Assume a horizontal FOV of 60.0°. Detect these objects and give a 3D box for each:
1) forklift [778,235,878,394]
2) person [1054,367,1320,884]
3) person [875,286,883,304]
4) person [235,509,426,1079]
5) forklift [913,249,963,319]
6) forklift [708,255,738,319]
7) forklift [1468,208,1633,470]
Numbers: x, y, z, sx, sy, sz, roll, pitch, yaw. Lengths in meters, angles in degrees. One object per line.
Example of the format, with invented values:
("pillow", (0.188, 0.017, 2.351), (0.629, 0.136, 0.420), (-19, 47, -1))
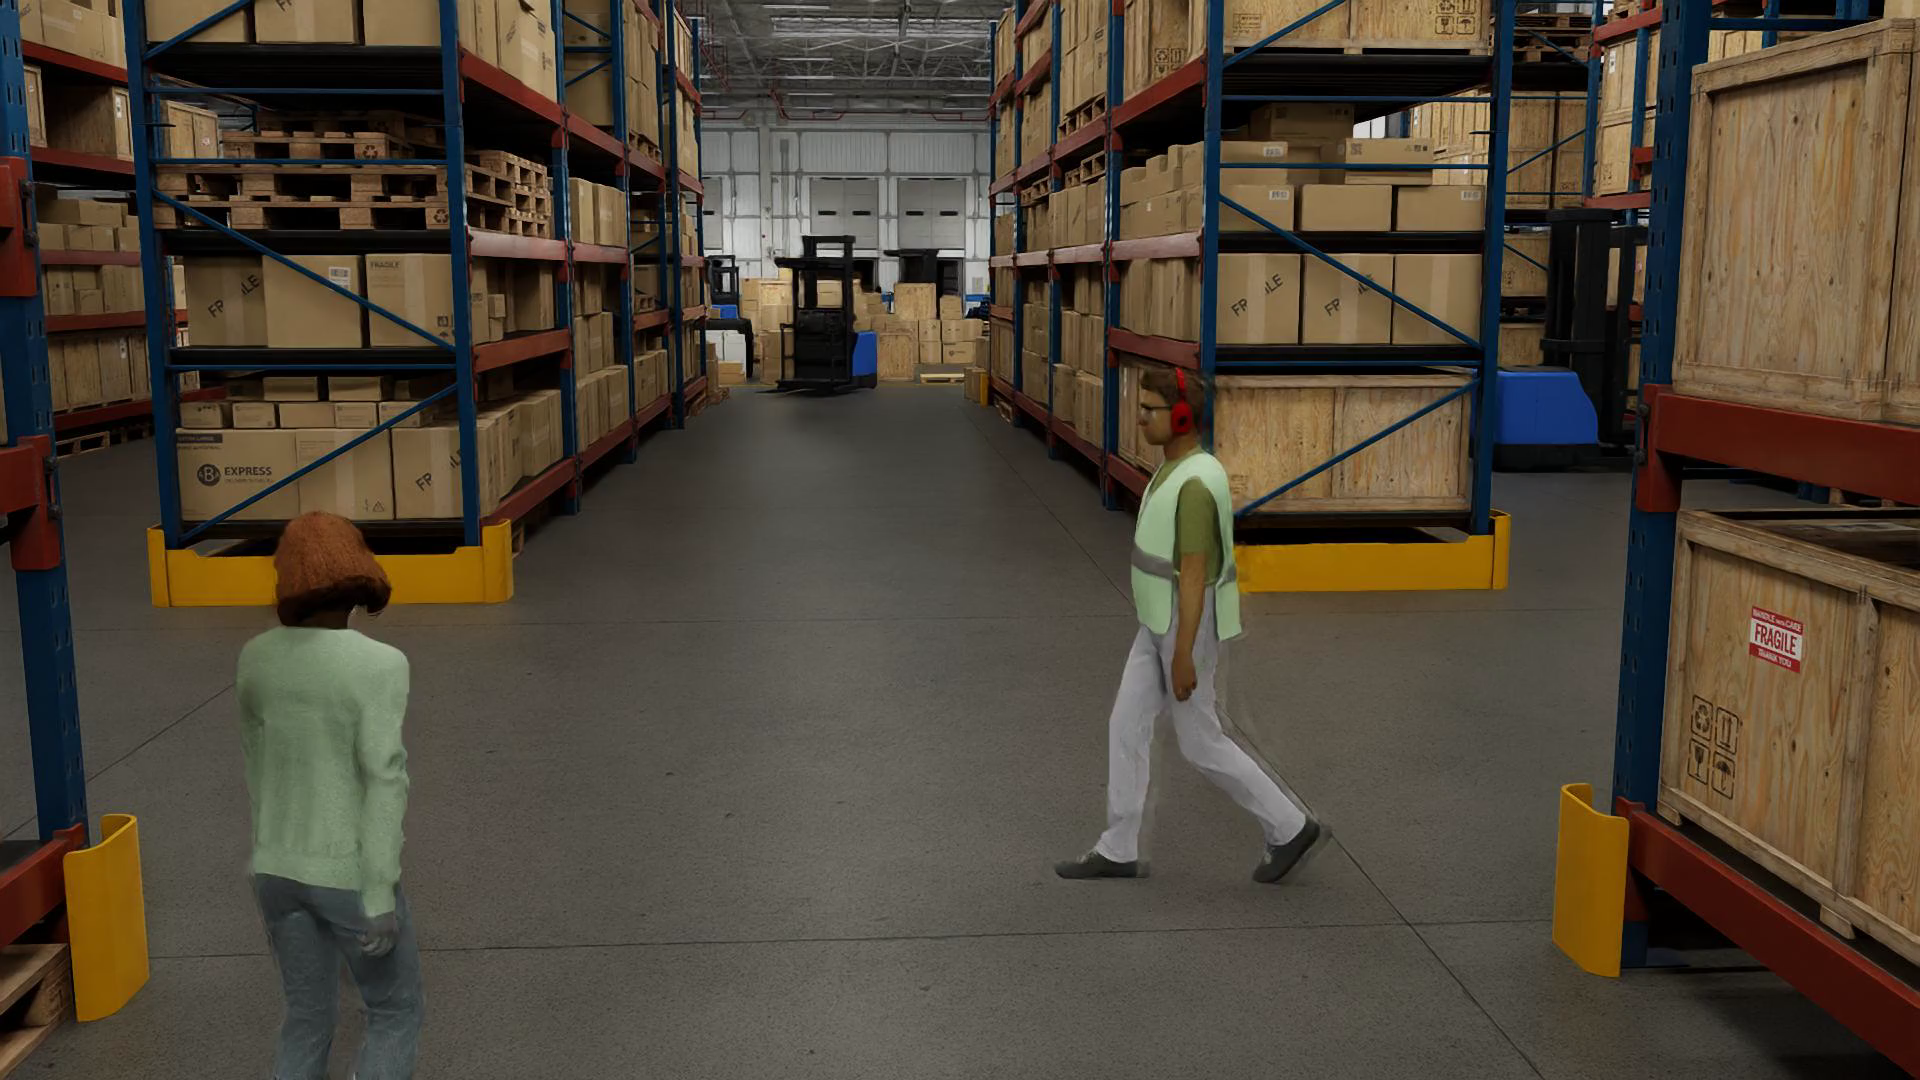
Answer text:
("forklift", (-2.342, -4.079, 29.944), (1.129, 2.768, 1.873), (4, 10, 24))
("person", (0.807, 0.310, 5.724), (0.874, 1.813, 0.579), (-1, 9, -4))
("person", (-3.078, -8.713, 62.744), (0.318, 1.698, 0.535), (-3, 10, -19))
("person", (-1.397, 0.738, 3.657), (0.518, 1.605, 0.438), (4, 10, 23))
("forklift", (-0.943, -6.621, 45.902), (1.873, 2.768, 1.129), (-5, 10, -29))
("forklift", (-8.312, -8.585, 58.236), (1.129, 2.768, 1.873), (-1, 9, -4))
("forklift", (6.676, -2.202, 18.160), (1.873, 2.768, 1.129), (-1, 9, -4))
